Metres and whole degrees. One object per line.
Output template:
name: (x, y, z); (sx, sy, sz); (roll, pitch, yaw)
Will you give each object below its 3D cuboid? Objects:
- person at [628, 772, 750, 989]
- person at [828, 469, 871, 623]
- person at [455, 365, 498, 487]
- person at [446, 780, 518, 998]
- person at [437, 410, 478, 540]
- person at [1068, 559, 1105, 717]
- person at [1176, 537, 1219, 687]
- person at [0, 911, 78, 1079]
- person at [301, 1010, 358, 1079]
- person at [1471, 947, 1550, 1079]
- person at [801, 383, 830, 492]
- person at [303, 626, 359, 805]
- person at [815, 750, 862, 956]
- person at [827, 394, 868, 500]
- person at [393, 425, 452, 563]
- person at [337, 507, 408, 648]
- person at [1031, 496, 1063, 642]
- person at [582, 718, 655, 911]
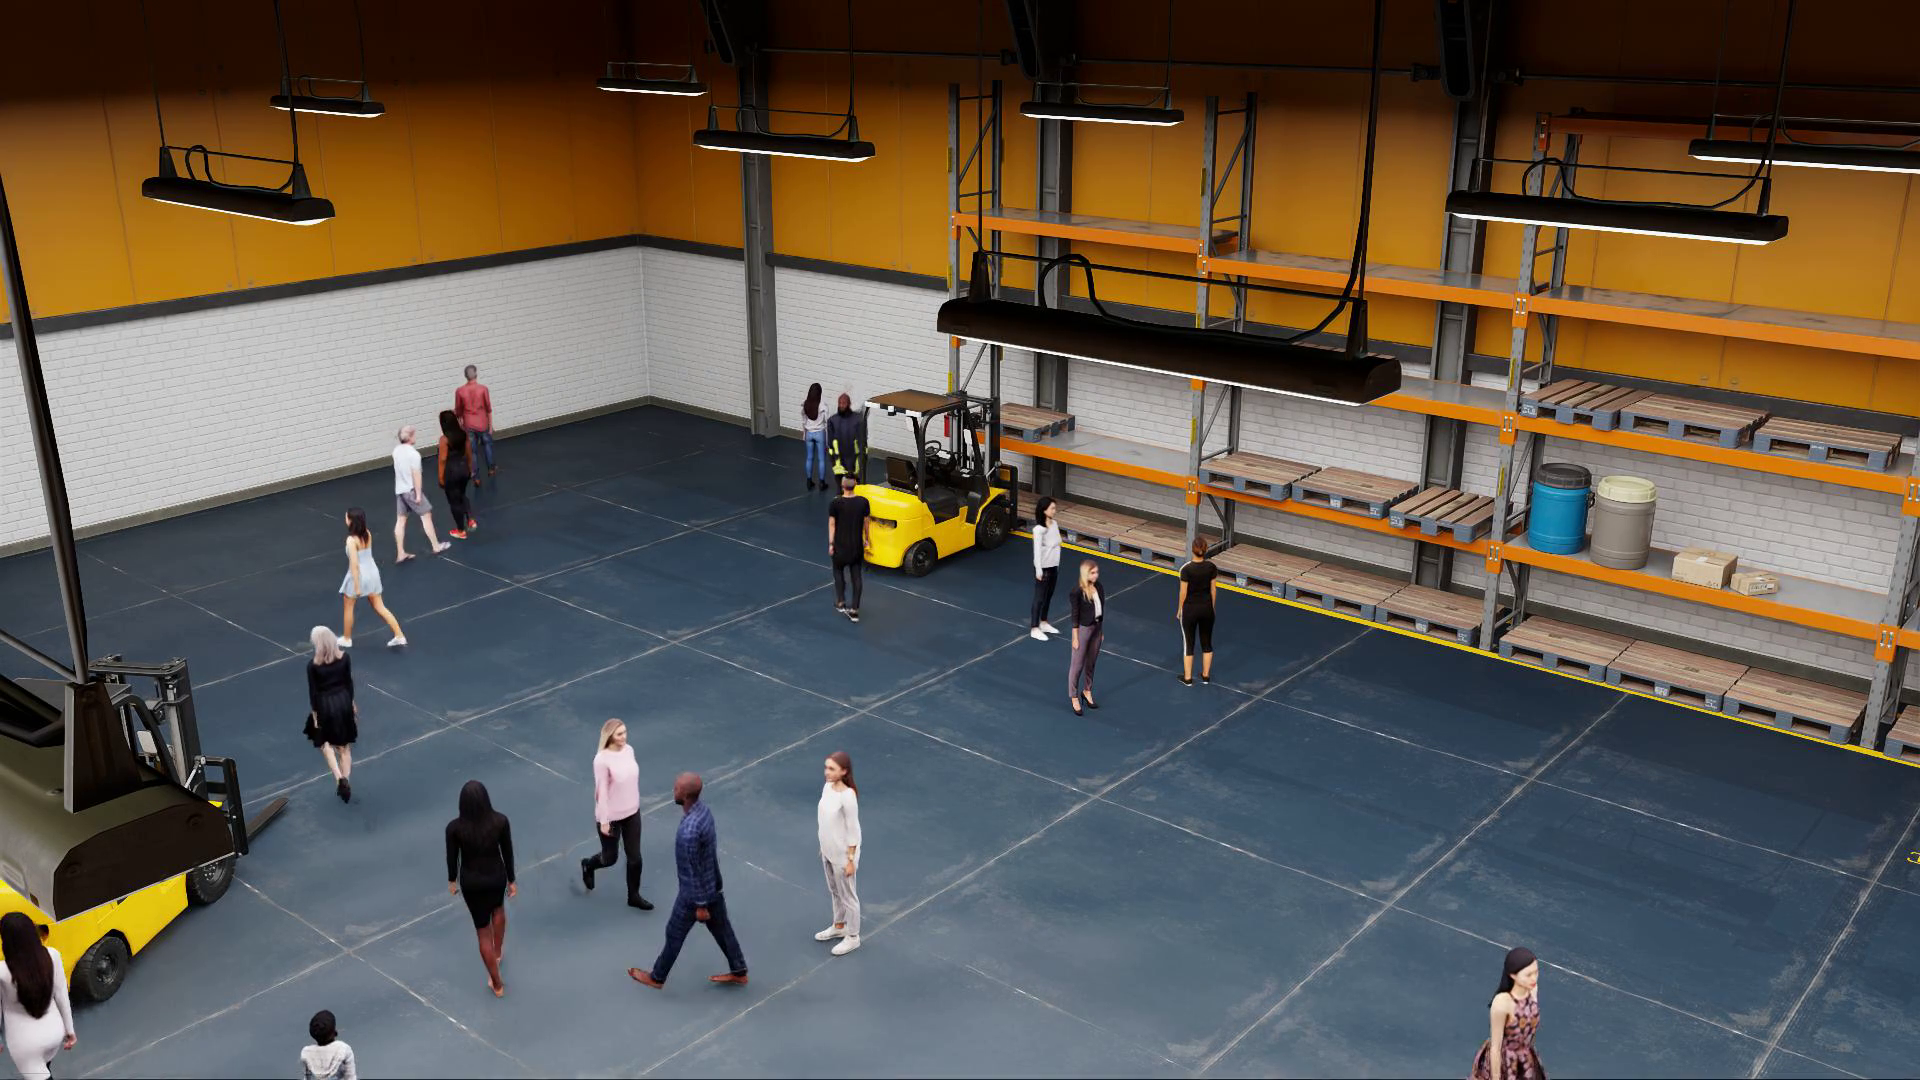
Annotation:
person: (-1.860, 2.583, 12.414); (1.224, 1.768, 1.077); (1, 19, 3)
person: (-1.289, 0.071, 19.742); (0.906, 1.853, 0.978); (-7, 20, -19)
person: (-7.310, -1.699, 25.083); (1.115, 1.800, 1.185); (-2, 19, -6)
person: (-3.539, 2.622, 12.410); (0.855, 1.698, 1.010); (-9, 21, -25)
person: (-6.803, -0.881, 22.642); (0.725, 1.807, 0.738); (11, 22, 30)
person: (1.306, 0.993, 17.296); (0.618, 1.668, 0.558); (-16, 25, -40)
person: (2.569, 0.761, 17.982); (0.667, 1.668, 0.703); (-4, 19, -11)
person: (-5.800, 3.233, 10.511); (1.235, 1.752, 0.718); (12, 22, 31)
person: (-3.940, 3.550, 10.393); (0.762, 1.227, 0.921); (-6, 19, -16)
person: (3.342, 3.278, 10.363); (0.709, 1.762, 0.742); (-14, 23, -36)
person: (-2.167, -1.555, 24.919); (0.603, 1.630, 0.732); (5, 19, 13)
person: (-5.723, 1.631, 15.292); (0.679, 1.737, 0.727); (-15, 24, -37)
person: (-0.940, 2.422, 13.018); (0.719, 1.688, 0.559); (-12, 22, -32)
person: (-1.561, -1.205, 23.633); (1.254, 1.788, 1.215); (2, 19, 7)
person: (-7.281, -0.576, 21.748); (0.971, 1.799, 0.794); (11, 21, 29)
person: (-6.666, 0.471, 18.822); (1.209, 1.682, 0.914); (5, 19, 15)
person: (0.990, 0.306, 19.283); (0.595, 1.701, 0.654); (11, 21, 29)
person: (-2.865, 2.232, 13.613); (0.951, 1.669, 0.608); (13, 23, 35)
